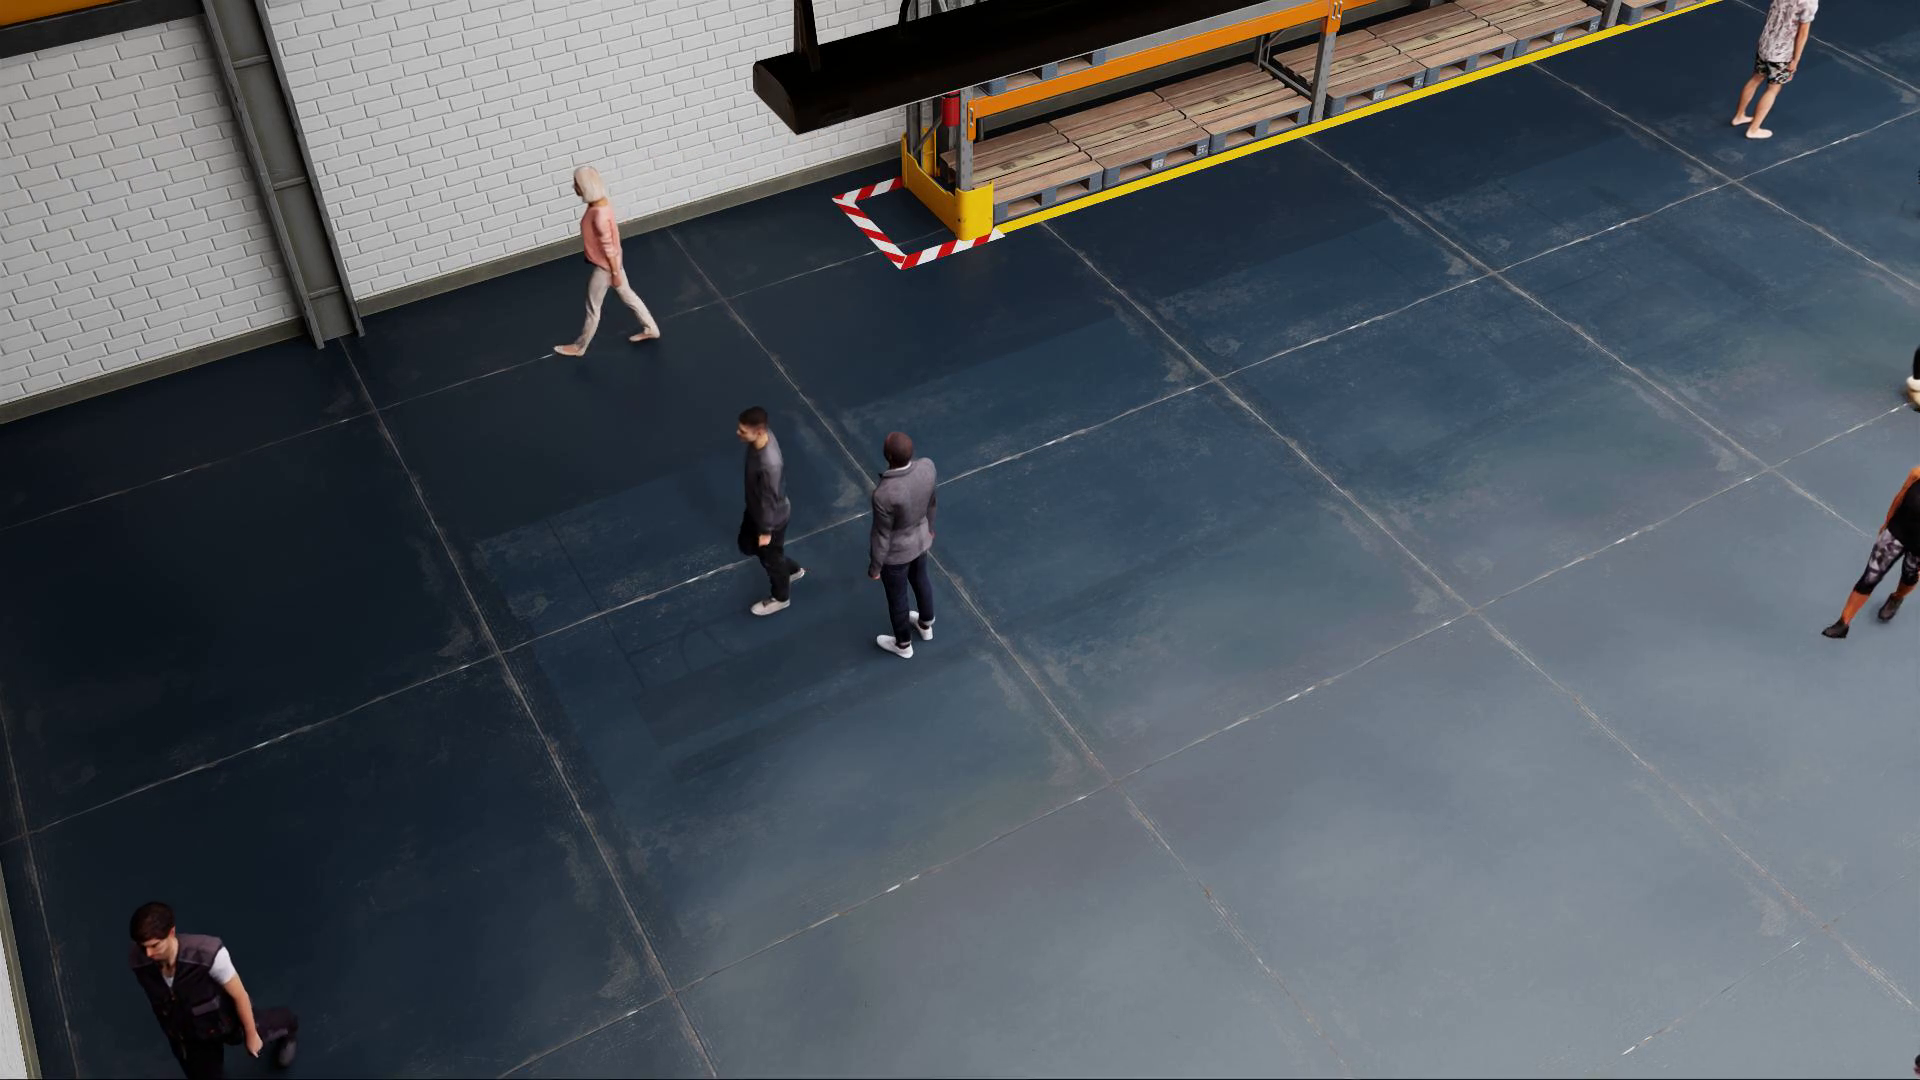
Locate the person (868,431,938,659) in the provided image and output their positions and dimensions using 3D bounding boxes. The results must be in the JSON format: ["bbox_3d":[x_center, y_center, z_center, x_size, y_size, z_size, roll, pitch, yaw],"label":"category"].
[{"bbox_3d":[-0.357,0.037,10.719,0.609,1.817,0.832,-34,53,-31],"label":"person"}]

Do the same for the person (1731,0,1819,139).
[{"bbox_3d":[7.711,-4.666,15.660,0.639,1.811,0.714,-13,45,-13],"label":"person"}]

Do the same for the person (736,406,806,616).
[{"bbox_3d":[-1.202,-0.201,11.015,0.692,1.753,0.659,-16,46,-16],"label":"person"}]

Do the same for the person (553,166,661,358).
[{"bbox_3d":[-2.719,-2.204,13.173,1.156,1.676,0.819,-11,45,-11],"label":"person"}]

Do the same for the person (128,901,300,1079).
[{"bbox_3d":[-3.712,2.309,8.347,1.252,1.798,1.104,-2,44,-2],"label":"person"}]

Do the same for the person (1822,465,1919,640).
[{"bbox_3d":[6.323,-0.035,10.938,1.104,1.619,0.710,-28,50,-26],"label":"person"}]
